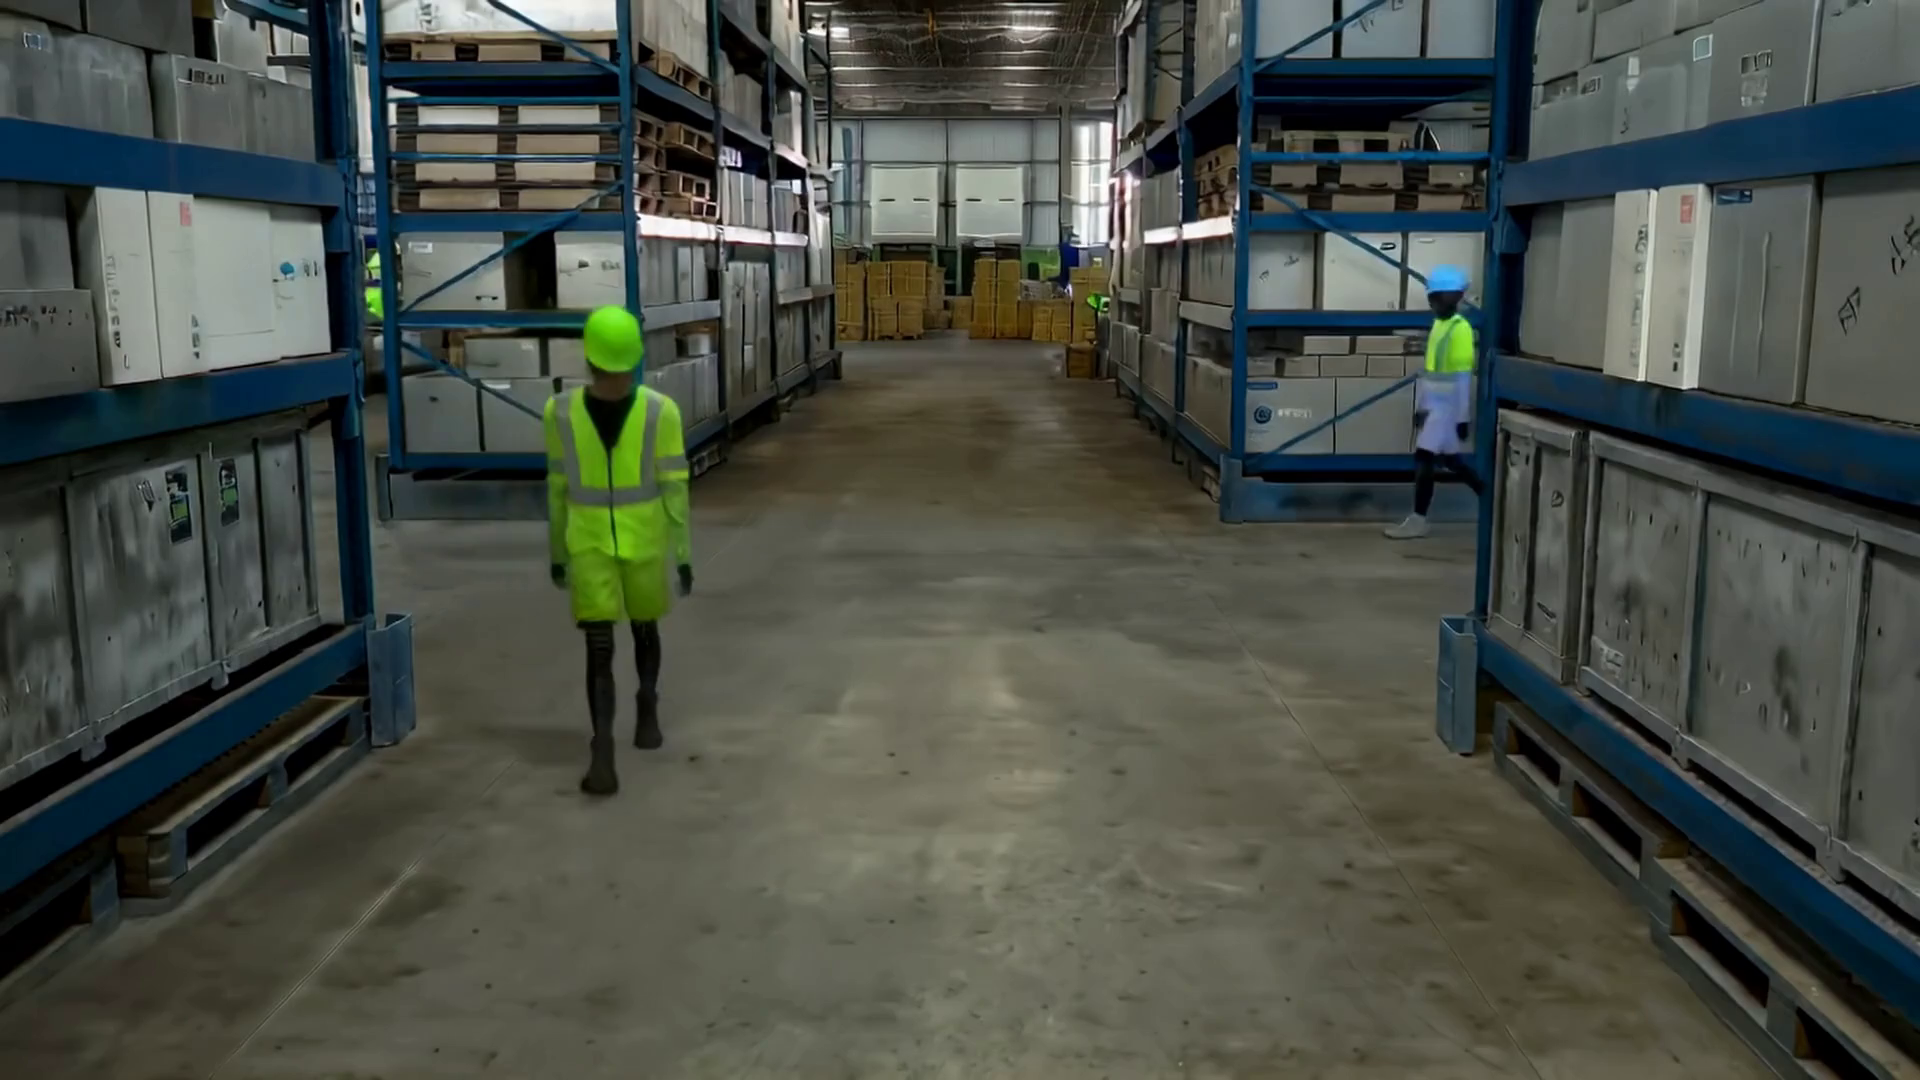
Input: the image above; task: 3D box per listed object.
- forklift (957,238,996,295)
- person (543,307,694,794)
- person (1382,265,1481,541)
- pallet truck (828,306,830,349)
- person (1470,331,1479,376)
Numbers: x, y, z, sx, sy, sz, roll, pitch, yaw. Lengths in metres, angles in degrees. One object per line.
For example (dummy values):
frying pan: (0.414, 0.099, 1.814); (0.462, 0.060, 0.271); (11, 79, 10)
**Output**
forklift: (0.728, -8.852, 56.586); (1.129, 2.768, 1.873); (-4, 10, -24)
person: (-1.338, 0.017, 6.554); (0.568, 1.856, 1.088); (-1, 10, -8)
person: (3.589, -0.983, 12.061); (0.915, 2.013, 0.608); (0, 9, 3)
pallet truck: (-3.100, -3.940, 29.800); (1.885, 1.965, 0.823); (3, 10, 19)
person: (5.024, -1.589, 16.356); (0.649, 1.786, 0.999); (0, 9, -1)
